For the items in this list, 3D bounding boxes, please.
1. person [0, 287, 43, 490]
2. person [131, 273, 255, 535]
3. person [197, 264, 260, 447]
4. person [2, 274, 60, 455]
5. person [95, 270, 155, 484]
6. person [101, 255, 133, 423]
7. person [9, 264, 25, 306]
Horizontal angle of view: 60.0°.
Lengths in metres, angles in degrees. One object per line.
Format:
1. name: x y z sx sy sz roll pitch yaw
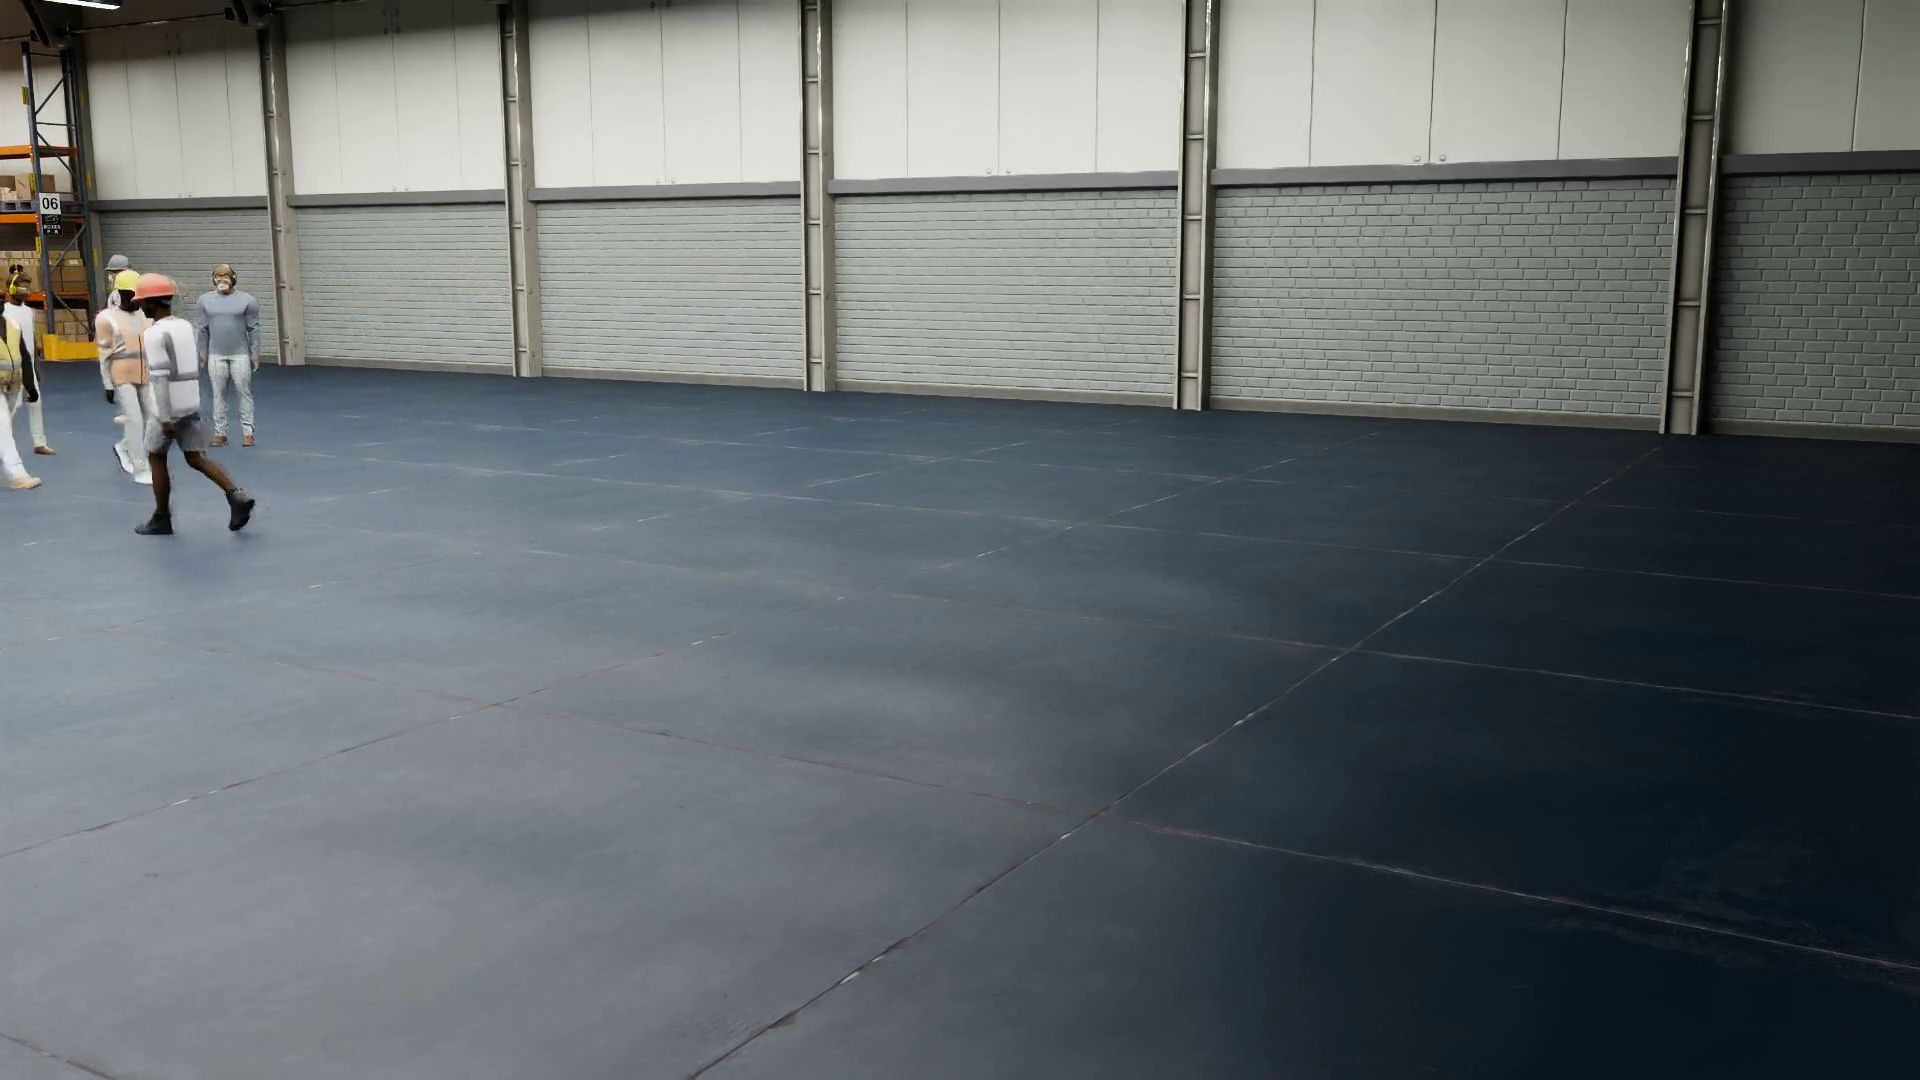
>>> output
1. person: -8.437 -1.342 14.546 0.955 1.797 0.622 3 10 17
2. person: -5.597 -0.967 12.009 0.821 1.908 0.541 2 10 11
3. person: -7.771 -1.955 17.702 0.628 1.935 0.373 -2 10 -11
4. person: -9.517 -1.756 16.875 0.634 1.846 0.566 2 10 13
5. person: -7.409 -1.448 14.830 0.629 1.908 0.586 5 11 28
6. person: -10.229 -2.456 20.317 0.538 2.000 0.683 -2 10 -14
7. person: -17.907 -4.308 31.668 0.328 1.870 0.521 -7 12 -34
